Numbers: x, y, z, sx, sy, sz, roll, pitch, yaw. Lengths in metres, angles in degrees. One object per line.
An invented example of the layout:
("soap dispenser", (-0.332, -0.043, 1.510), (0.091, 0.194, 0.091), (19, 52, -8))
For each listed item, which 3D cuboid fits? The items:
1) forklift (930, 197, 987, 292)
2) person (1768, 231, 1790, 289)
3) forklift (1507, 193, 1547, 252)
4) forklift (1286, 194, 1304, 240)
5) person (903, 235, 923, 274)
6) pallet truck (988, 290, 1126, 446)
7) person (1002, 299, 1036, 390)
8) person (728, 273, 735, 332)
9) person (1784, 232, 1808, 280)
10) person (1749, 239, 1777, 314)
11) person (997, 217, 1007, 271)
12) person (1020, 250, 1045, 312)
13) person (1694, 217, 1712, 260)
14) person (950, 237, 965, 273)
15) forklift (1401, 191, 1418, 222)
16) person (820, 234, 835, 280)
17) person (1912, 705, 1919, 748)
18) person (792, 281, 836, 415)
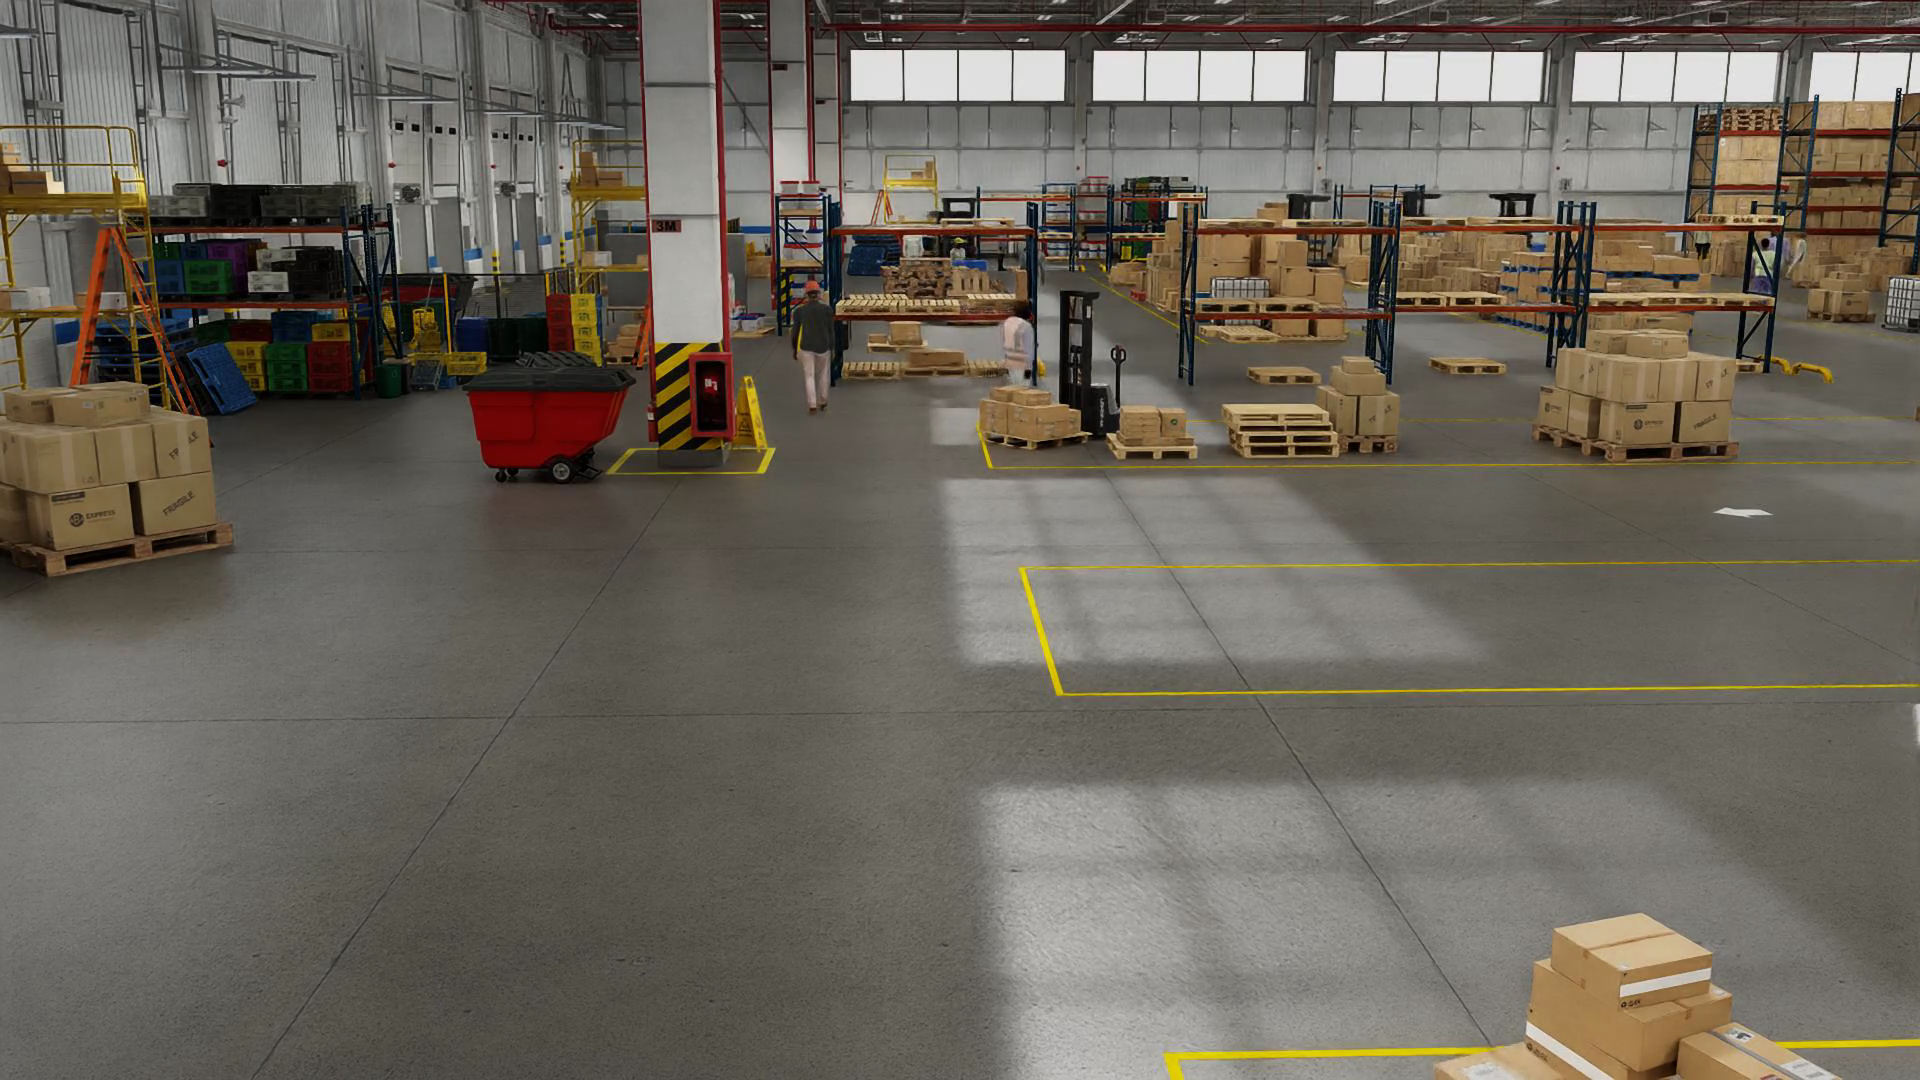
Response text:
("forklift", (-0.008, -8.386, 47.582), (1.129, 2.768, 1.873), (-5, 13, -21))
("person", (24.684, -8.492, 50.290), (0.632, 1.909, 0.907), (1, 13, 3))
("forklift", (19.256, -10.529, 57.260), (1.873, 2.768, 1.129), (-8, 15, -32))
("forklift", (11.014, -9.999, 54.867), (1.873, 2.768, 1.129), (0, 12, -2))
("person", (-1.475, -8.888, 52.142), (0.637, 1.896, 0.980), (-1, 13, -6))
("pallet truck", (1.257, -2.299, 22.111), (1.885, 1.965, 0.823), (-9, 15, -35))
("person", (0.767, -2.428, 23.108), (0.580, 1.826, 0.623), (-7, 14, -30))
("person", (-4.733, -4.667, 33.087), (0.586, 1.868, 0.451), (-8, 15, -33))
("person", (27.905, -9.450, 55.298), (0.837, 1.603, 0.526), (1, 13, 5))
("person", (20.377, -6.702, 42.261), (0.623, 1.872, 0.956), (5, 13, 21))
("person", (1.549, -10.704, 60.229), (0.375, 1.932, 0.544), (4, 13, 18))
("person", (1.791, -6.526, 41.378), (0.641, 1.926, 0.563), (-1, 13, -3))
("person", (27.297, -10.934, 61.104), (0.381, 1.994, 0.613), (-11, 17, -42))
("person", (-0.057, -7.673, 46.978), (0.480, 1.734, 0.333), (-7, 14, -29))
("forklift", (16.897, -11.750, 62.774), (1.873, 2.768, 1.129), (0, 12, -2))
("person", (-3.681, -7.677, 46.742), (0.516, 1.842, 0.325), (2, 13, 7))
("person", (5.992, 0.512, 9.766), (0.517, 1.852, 0.734), (-5, 13, -21))
("person", (-2.171, -2.856, 24.736), (0.640, 1.958, 0.850), (-1, 13, -6))
